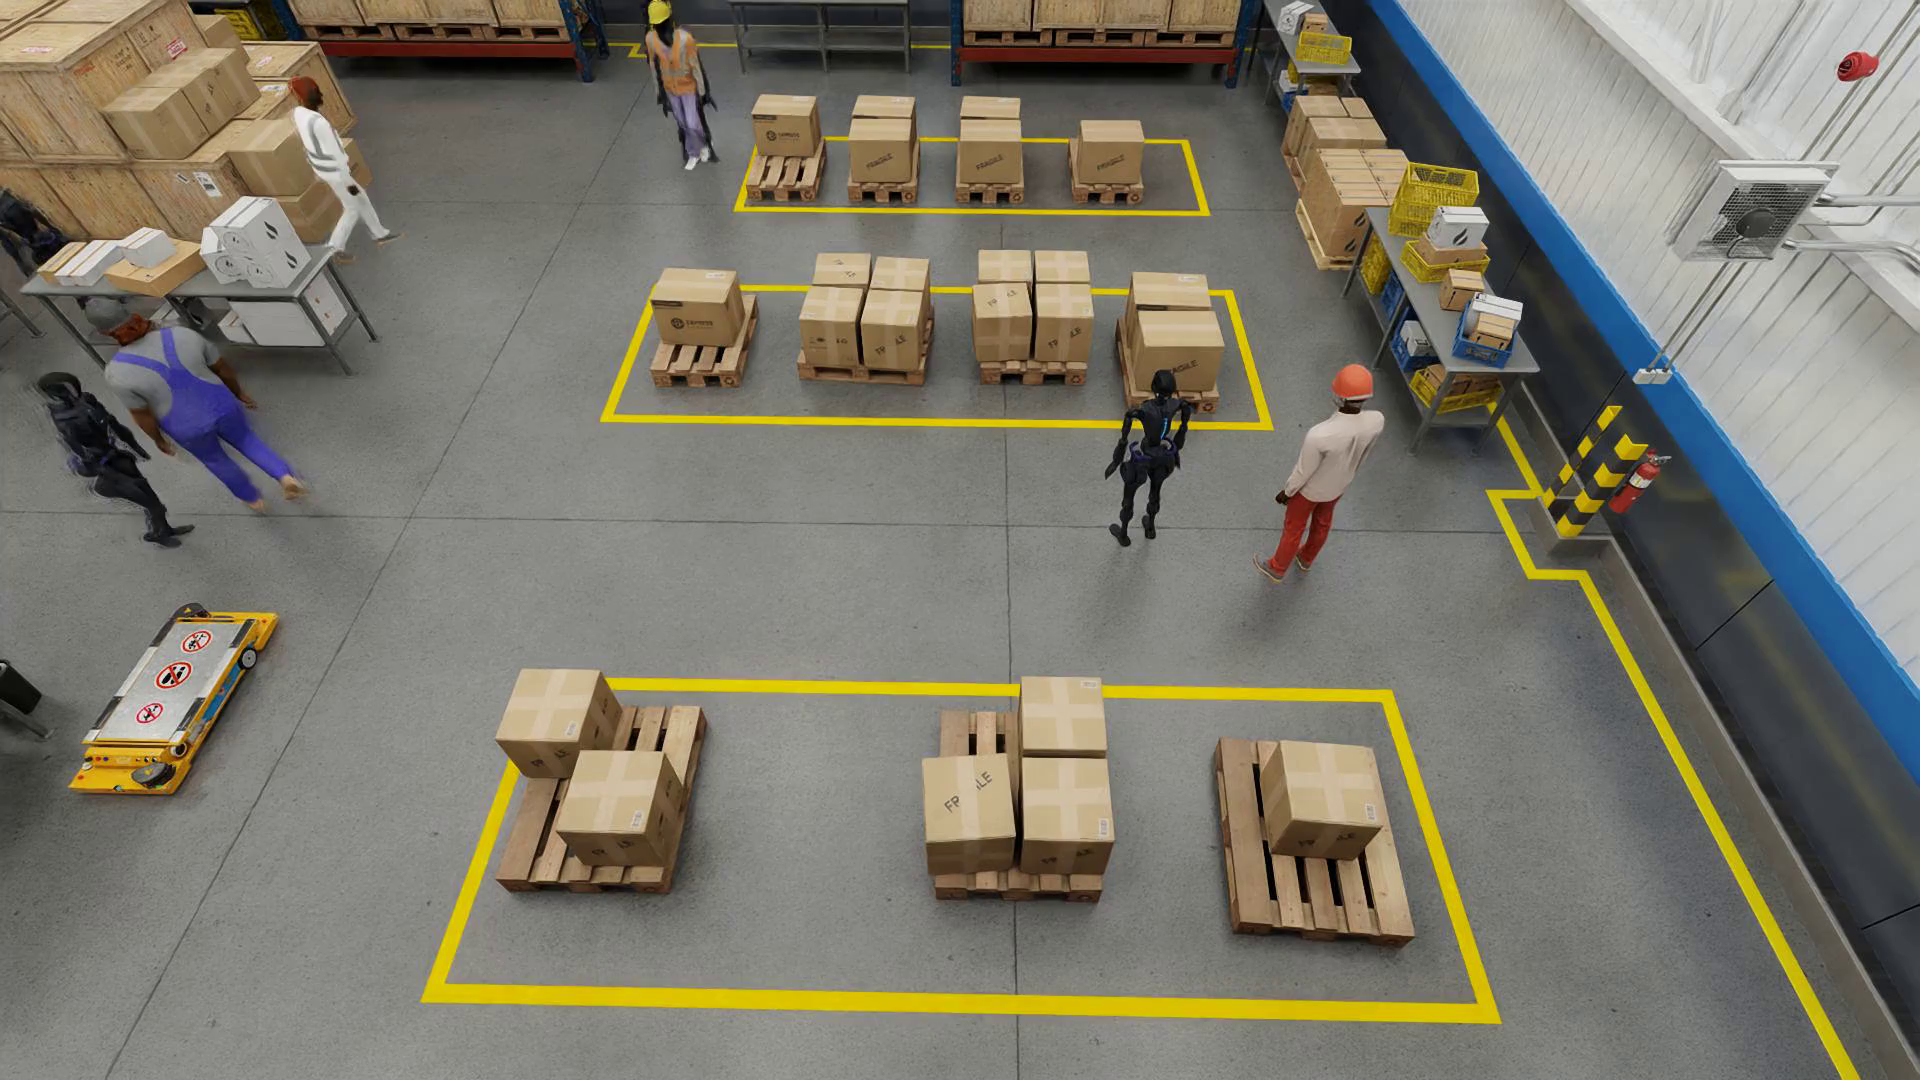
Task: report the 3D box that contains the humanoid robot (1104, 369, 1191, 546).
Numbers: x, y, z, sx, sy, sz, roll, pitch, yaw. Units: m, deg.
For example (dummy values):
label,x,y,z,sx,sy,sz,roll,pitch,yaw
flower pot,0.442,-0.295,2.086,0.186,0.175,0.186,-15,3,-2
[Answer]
label,x,y,z,sx,sy,sz,roll,pitch,yaw
humanoid robot,1.419,-0.613,6.954,0.608,1.657,0.314,-13,51,-11

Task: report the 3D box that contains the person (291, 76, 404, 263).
label,x,y,z,sx,sy,sz,roll,pitch,yaw
person,-6.603,-3.811,9.561,0.592,1.854,0.798,35,58,26

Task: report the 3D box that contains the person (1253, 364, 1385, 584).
label,x,y,z,sx,sy,sz,roll,pitch,yaw
person,2.581,-0.428,6.606,0.611,1.984,0.390,-16,52,-13

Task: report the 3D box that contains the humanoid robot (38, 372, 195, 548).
label,x,y,z,sx,sy,sz,roll,pitch,yaw
humanoid robot,-6.372,-0.579,6.941,0.456,1.635,0.592,-13,51,-11

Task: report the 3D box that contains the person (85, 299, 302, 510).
label,x,y,z,sx,sy,sz,roll,pitch,yaw
person,-5.868,-0.996,7.051,0.667,2.000,0.709,23,53,18

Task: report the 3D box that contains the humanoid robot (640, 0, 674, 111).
label,x,y,z,sx,sy,sz,roll,pitch,yaw
humanoid robot,-3.875,-6.480,11.918,0.315,1.657,0.609,14,51,12

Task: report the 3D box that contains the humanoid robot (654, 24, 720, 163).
label,x,y,z,sx,sy,sz,roll,pitch,yaw
humanoid robot,-3.245,-5.286,10.928,0.623,1.633,0.429,-15,51,-12

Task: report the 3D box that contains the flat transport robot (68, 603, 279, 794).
label,x,y,z,sx,sy,sz,roll,pitch,yaw
flat transport robot,-5.504,1.072,6.442,0.652,0.197,1.431,1,50,1

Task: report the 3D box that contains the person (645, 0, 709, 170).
label,x,y,z,sx,sy,sz,roll,pitch,yaw
person,-3.317,-5.309,10.784,0.603,1.907,0.437,8,50,7

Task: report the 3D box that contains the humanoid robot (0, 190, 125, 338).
label,x,y,z,sx,sy,sz,roll,pitch,yaw
humanoid robot,-8.770,-2.832,8.860,0.584,1.631,0.703,5,50,4
